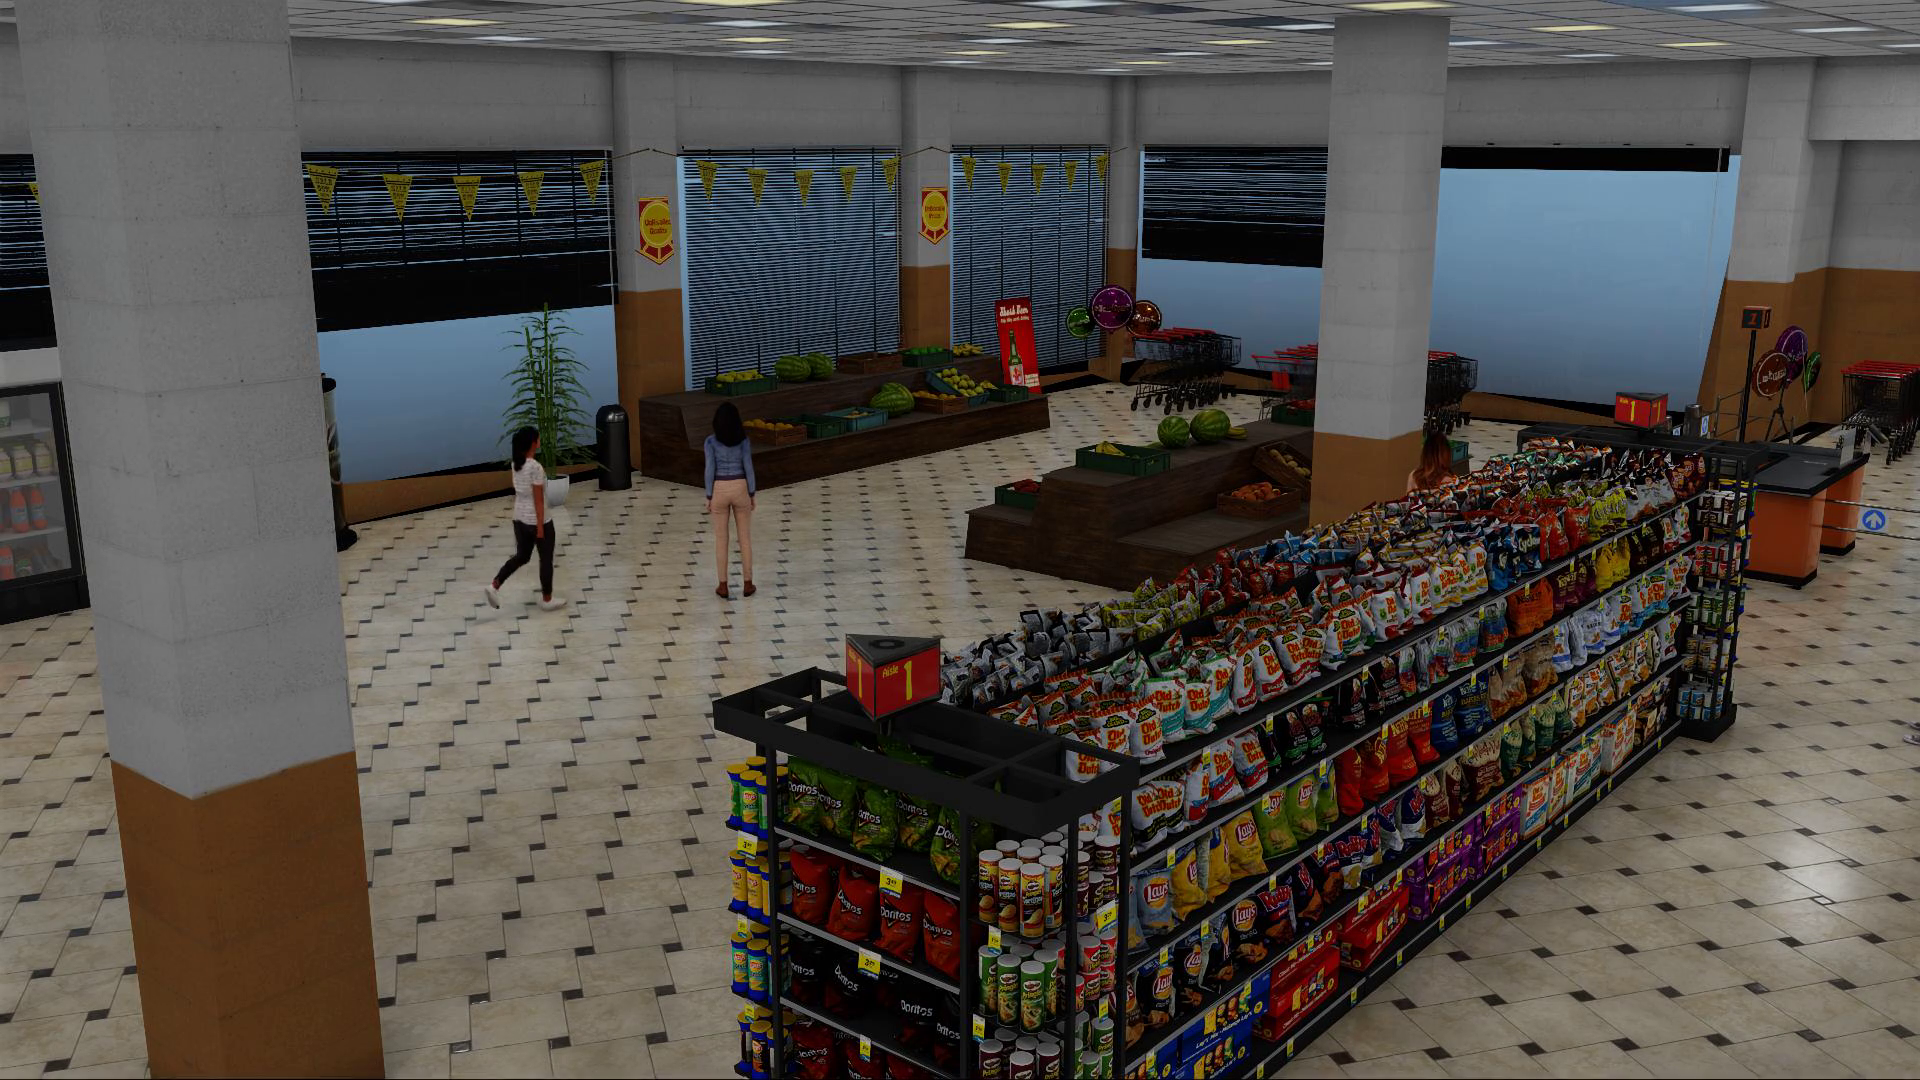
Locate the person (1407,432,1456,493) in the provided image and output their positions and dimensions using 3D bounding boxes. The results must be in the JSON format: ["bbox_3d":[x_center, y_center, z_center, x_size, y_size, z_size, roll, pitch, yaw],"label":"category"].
[{"bbox_3d":[3.733,0.023,13.219,0.584,1.795,0.512,11,17,37],"label":"person"}]

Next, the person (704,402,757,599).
[{"bbox_3d":[-2.051,-0.365,14.864,0.696,1.774,0.767,-2,14,-9],"label":"person"}]

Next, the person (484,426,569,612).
[{"bbox_3d":[-3.755,-0.146,14.271,0.588,1.628,0.966,12,18,42],"label":"person"}]
